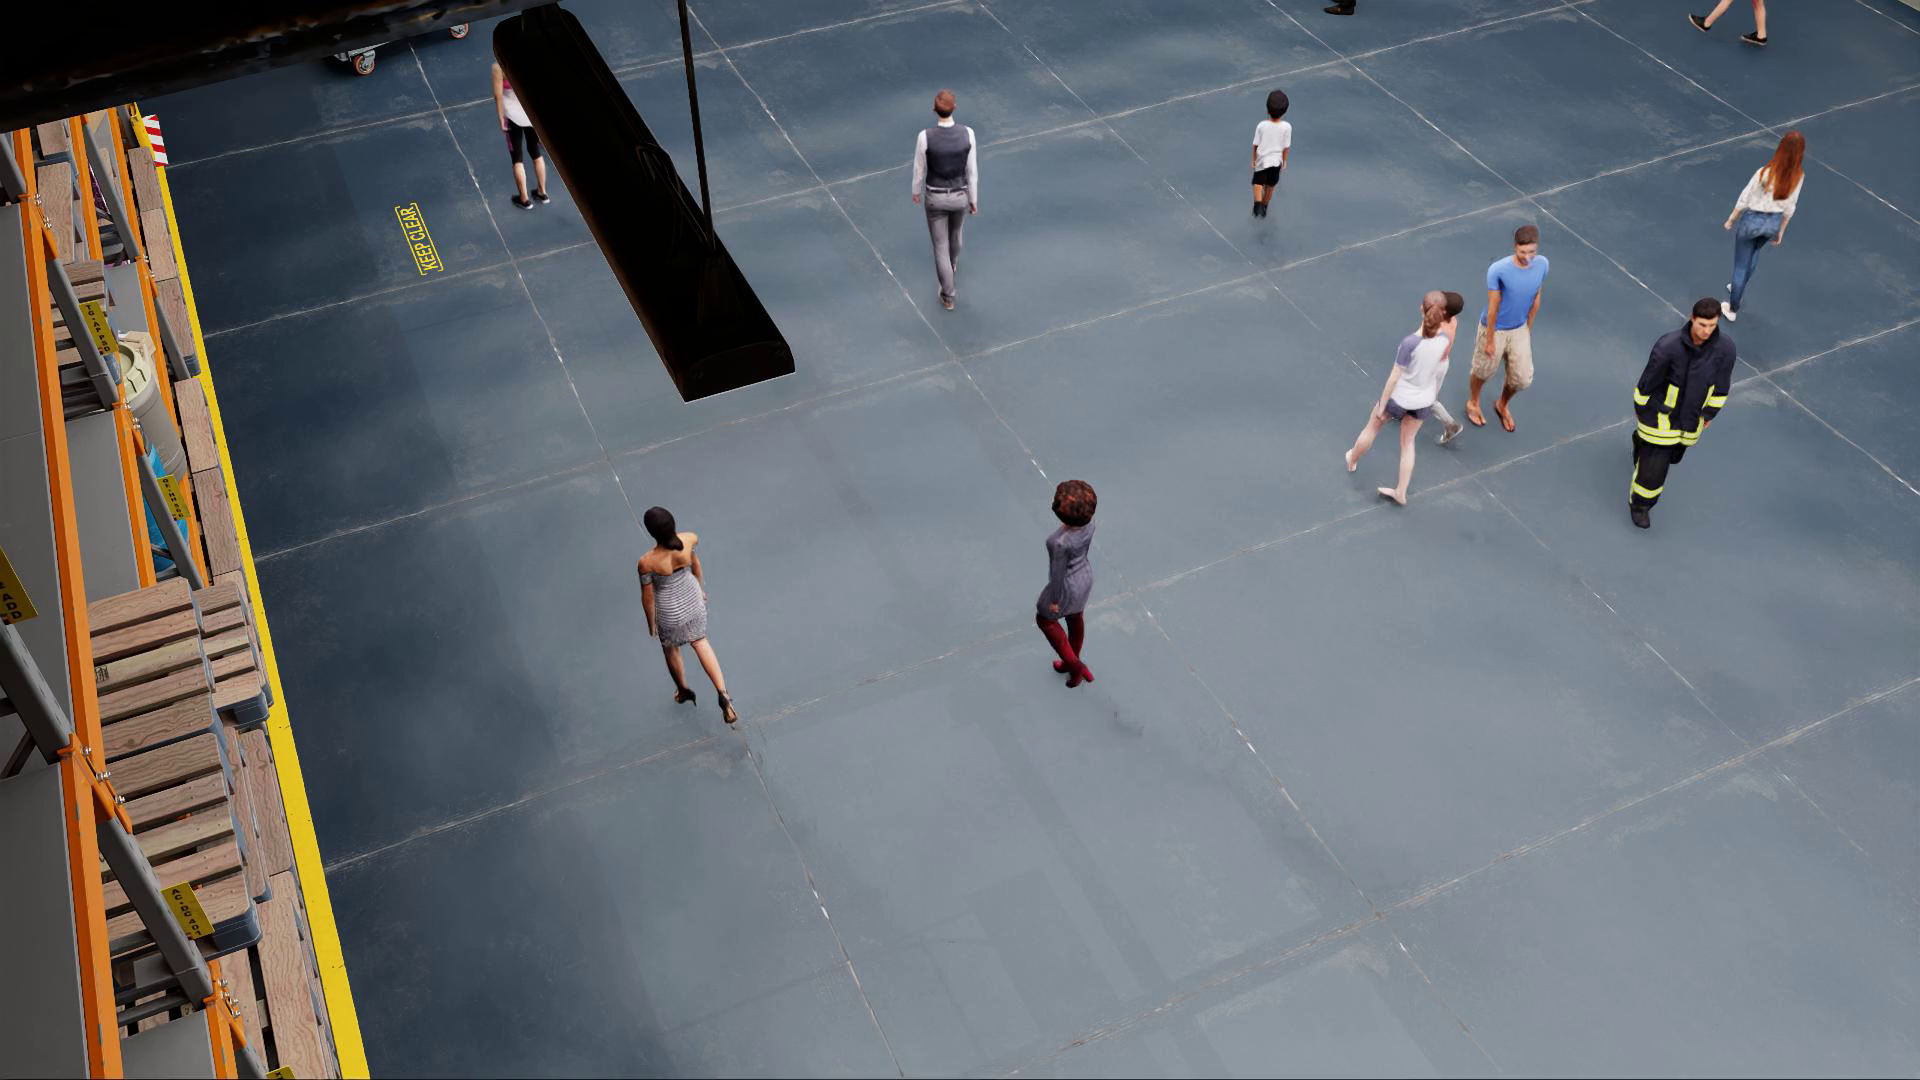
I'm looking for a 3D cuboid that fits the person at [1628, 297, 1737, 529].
[{"bbox_3d":[5.145,-1.007,11.998,1.044,1.901,1.216,2,44,2],"label":"person"}]

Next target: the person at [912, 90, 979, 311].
[{"bbox_3d":[-0.095,-2.792,13.869,0.874,1.905,1.156,-7,44,-7],"label":"person"}]

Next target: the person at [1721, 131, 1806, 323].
[{"bbox_3d":[6.637,-2.546,13.750,0.732,1.713,0.840,-2,44,-2],"label":"person"}]

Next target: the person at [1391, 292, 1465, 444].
[{"bbox_3d":[3.684,-1.310,12.755,0.896,1.295,0.767,22,48,22],"label":"person"}]

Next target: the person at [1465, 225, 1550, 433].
[{"bbox_3d":[4.120,-1.684,12.754,0.765,1.838,0.824,-6,44,-6],"label":"person"}]

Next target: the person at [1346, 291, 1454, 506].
[{"bbox_3d":[3.317,-0.982,12.099,0.778,1.726,0.948,-13,45,-13],"label":"person"}]

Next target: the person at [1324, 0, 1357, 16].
[{"bbox_3d":[4.248,-6.614,17.873,0.833,1.916,0.769,14,45,14],"label":"person"}]

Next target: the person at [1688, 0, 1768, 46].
[{"bbox_3d":[8.408,-5.906,17.424,1.117,1.509,0.863,28,50,26],"label":"person"}]

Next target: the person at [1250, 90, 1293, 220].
[{"bbox_3d":[2.805,-3.429,15.011,0.651,1.252,0.750,3,44,3],"label":"person"}]

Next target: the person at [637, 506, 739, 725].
[{"bbox_3d":[-1.714,0.512,10.474,0.733,1.804,0.951,-29,51,-27],"label":"person"}]

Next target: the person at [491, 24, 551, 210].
[{"bbox_3d":[-3.931,-3.815,15.032,0.694,1.783,0.682,-34,53,-30],"label":"person"}]

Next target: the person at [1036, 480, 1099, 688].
[{"bbox_3d":[0.771,0.339,10.728,0.783,1.705,0.706,33,52,30],"label":"person"}]
